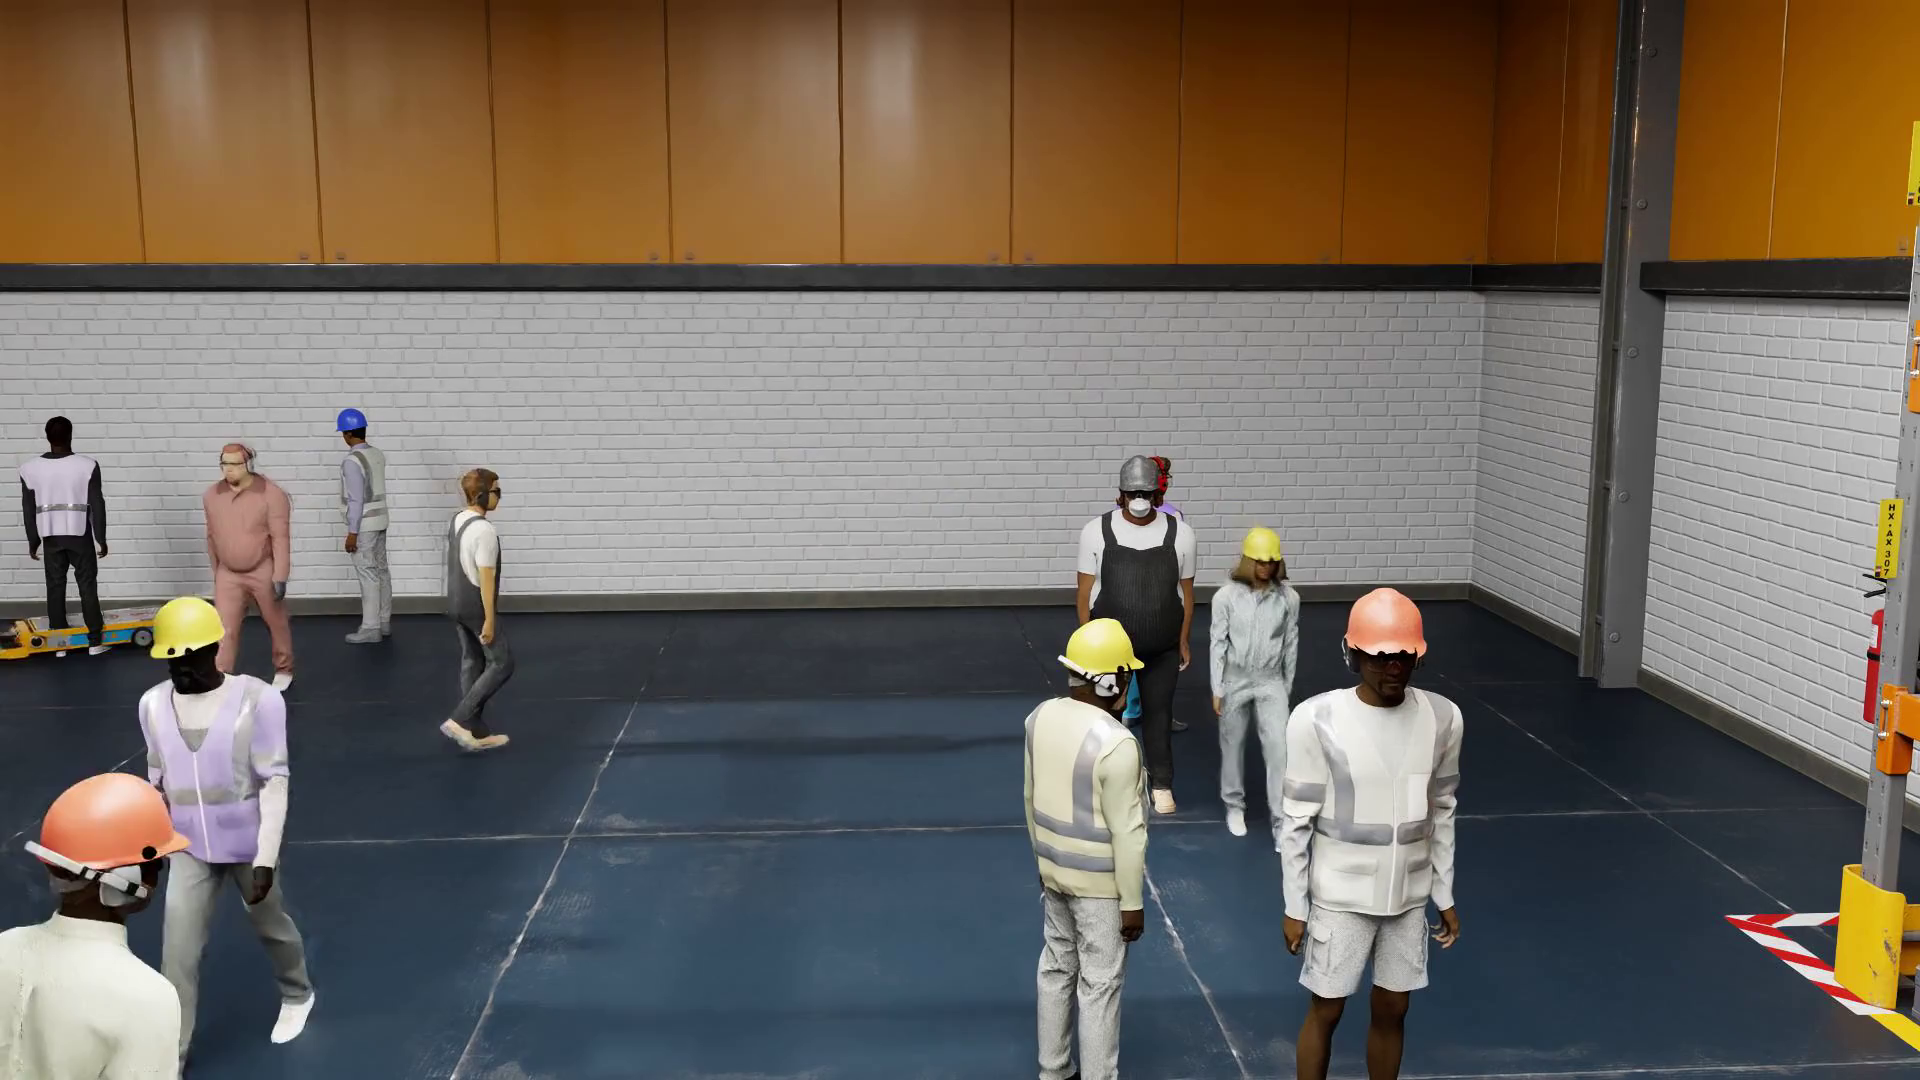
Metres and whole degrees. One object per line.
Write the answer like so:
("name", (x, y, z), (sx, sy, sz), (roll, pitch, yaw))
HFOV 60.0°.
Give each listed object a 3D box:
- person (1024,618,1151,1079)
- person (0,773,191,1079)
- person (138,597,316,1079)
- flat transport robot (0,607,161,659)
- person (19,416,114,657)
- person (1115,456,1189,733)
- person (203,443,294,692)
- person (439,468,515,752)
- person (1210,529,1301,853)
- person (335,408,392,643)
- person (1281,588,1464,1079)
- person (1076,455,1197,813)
("person", (0.474, 1.182, 5.949), (0.404, 1.829, 0.600), (-6, 11, -31))
("person", (-1.857, 1.471, 3.747), (0.628, 1.949, 0.927), (4, 10, 23))
("person", (-2.777, 1.119, 6.251), (0.599, 1.865, 1.041), (0, 9, 3))
("flat transport robot", (-7.095, 0.738, 13.621), (1.431, 0.197, 0.652), (-6, 11, -33))
("person", (-7.113, -0.023, 13.241), (0.590, 1.920, 0.399), (-2, 9, -12))
("person", (1.252, 0.367, 11.021), (0.389, 1.847, 0.566), (-9, 12, -43))
("person", (-5.049, 0.246, 11.758), (0.666, 1.848, 1.044), (0, 9, 0))
("person", (-3.071, 0.460, 10.498), (0.447, 1.834, 0.526), (-9, 13, -44))
("person", (1.559, 0.796, 8.757), (0.498, 1.706, 0.842), (0, 9, -1))
("person", (-4.941, -0.119, 13.775), (0.402, 1.942, 0.603), (0, 9, 3))
("person", (1.357, 1.157, 5.442), (0.614, 2.041, 0.393), (-2, 9, -10))
("person", (0.999, 0.535, 9.355), (0.684, 2.000, 0.538), (0, 9, 0))
